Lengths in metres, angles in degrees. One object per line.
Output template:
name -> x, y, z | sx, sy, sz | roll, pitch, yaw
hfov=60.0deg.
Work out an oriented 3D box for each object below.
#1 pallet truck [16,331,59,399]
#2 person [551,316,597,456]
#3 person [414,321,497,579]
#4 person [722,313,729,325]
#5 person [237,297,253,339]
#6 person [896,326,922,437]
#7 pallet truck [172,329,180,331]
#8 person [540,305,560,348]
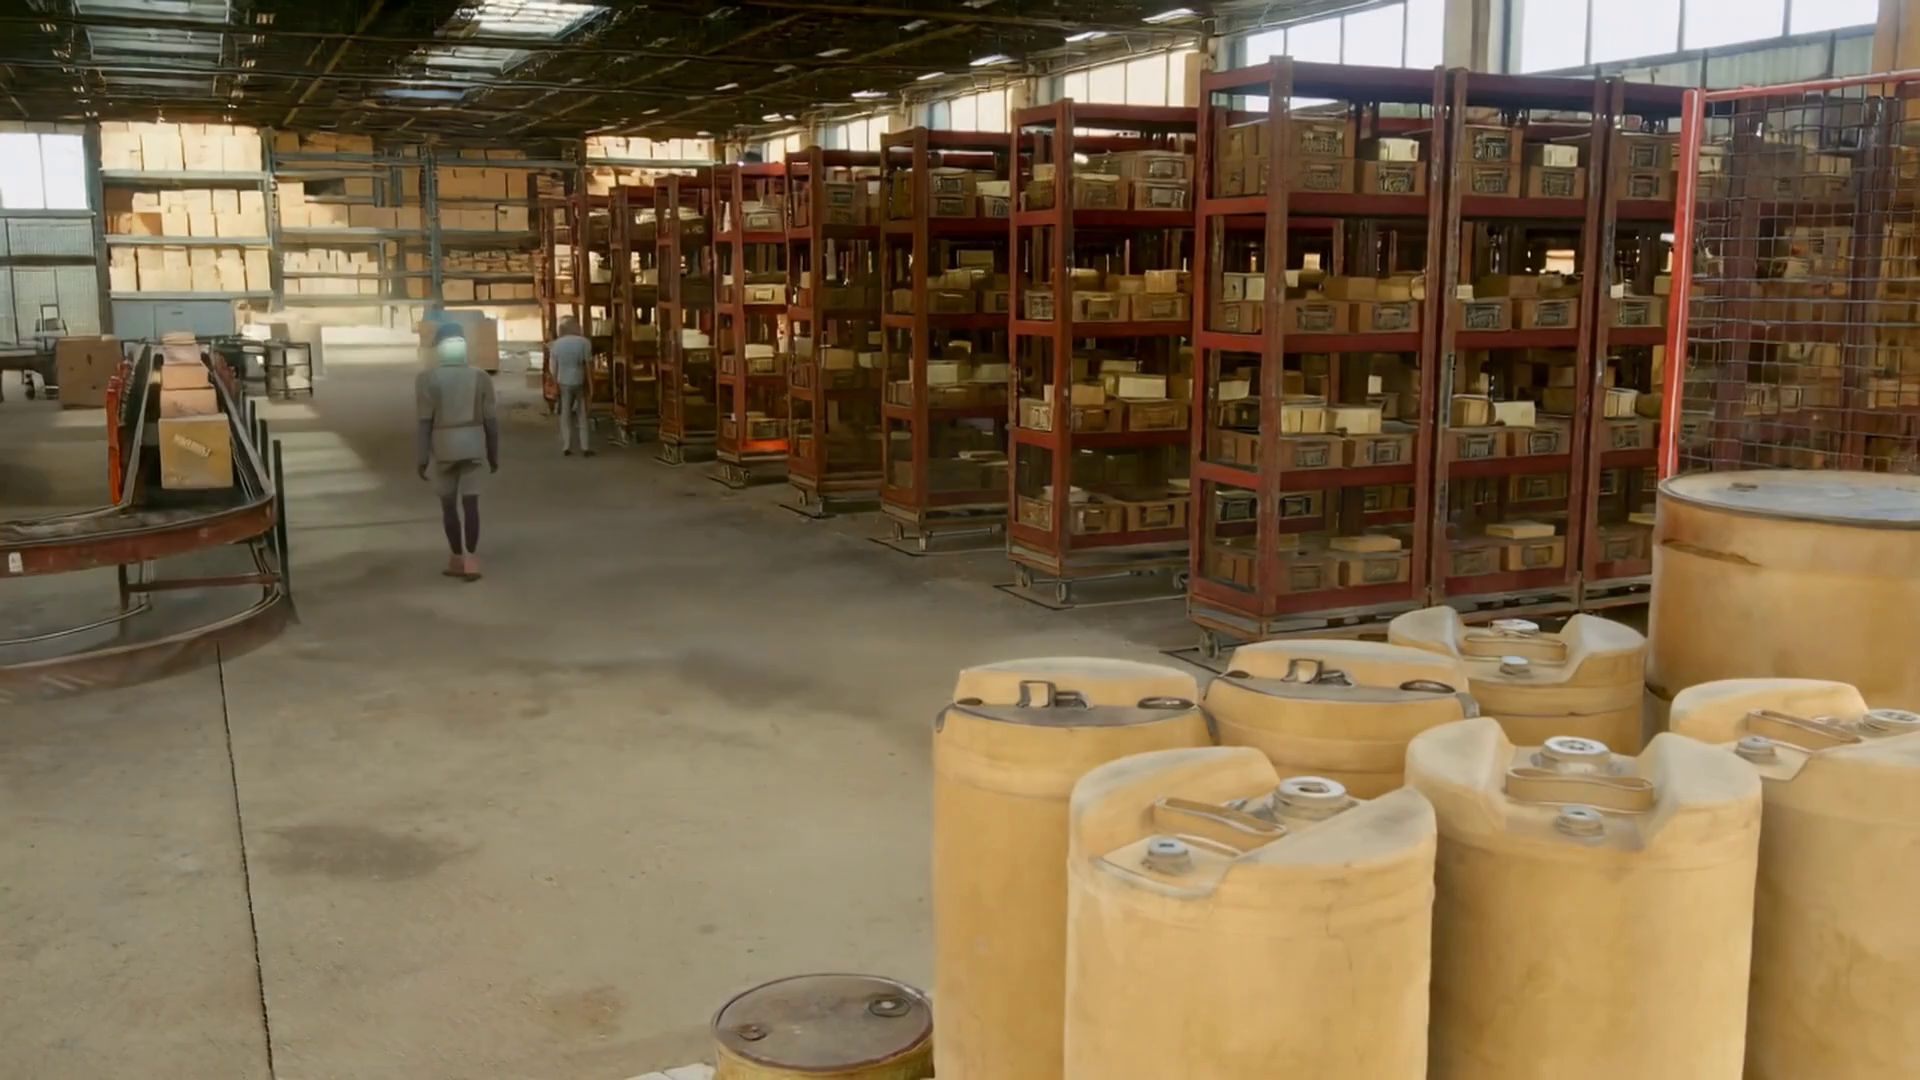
pallet truck -> -17.082, -3.353, 31.781 | 1.630, 1.274, 0.653 | -4, 10, -25
person -> -5.067, -2.015, 21.808 | 0.565, 1.840, 0.390 | 2, 9, 12
person -> -3.936, -0.690, 13.002 | 0.631, 2.031, 0.563 | -6, 11, -31
person -> -6.038, -5.715, 44.430 | 0.654, 1.939, 1.004 | 6, 11, 34
person -> -18.296, -5.322, 42.554 | 0.324, 1.767, 0.533 | 3, 10, 16
person -> -0.570, -1.588, 19.217 | 0.403, 1.822, 0.588 | 2, 9, 14
pallet truck -> -17.275, -3.851, 35.096 | 1.601, 1.201, 0.680 | 0, 9, 1
person -> -12.449, -6.619, 50.221 | 0.765, 1.904, 0.408 | -6, 11, -33
